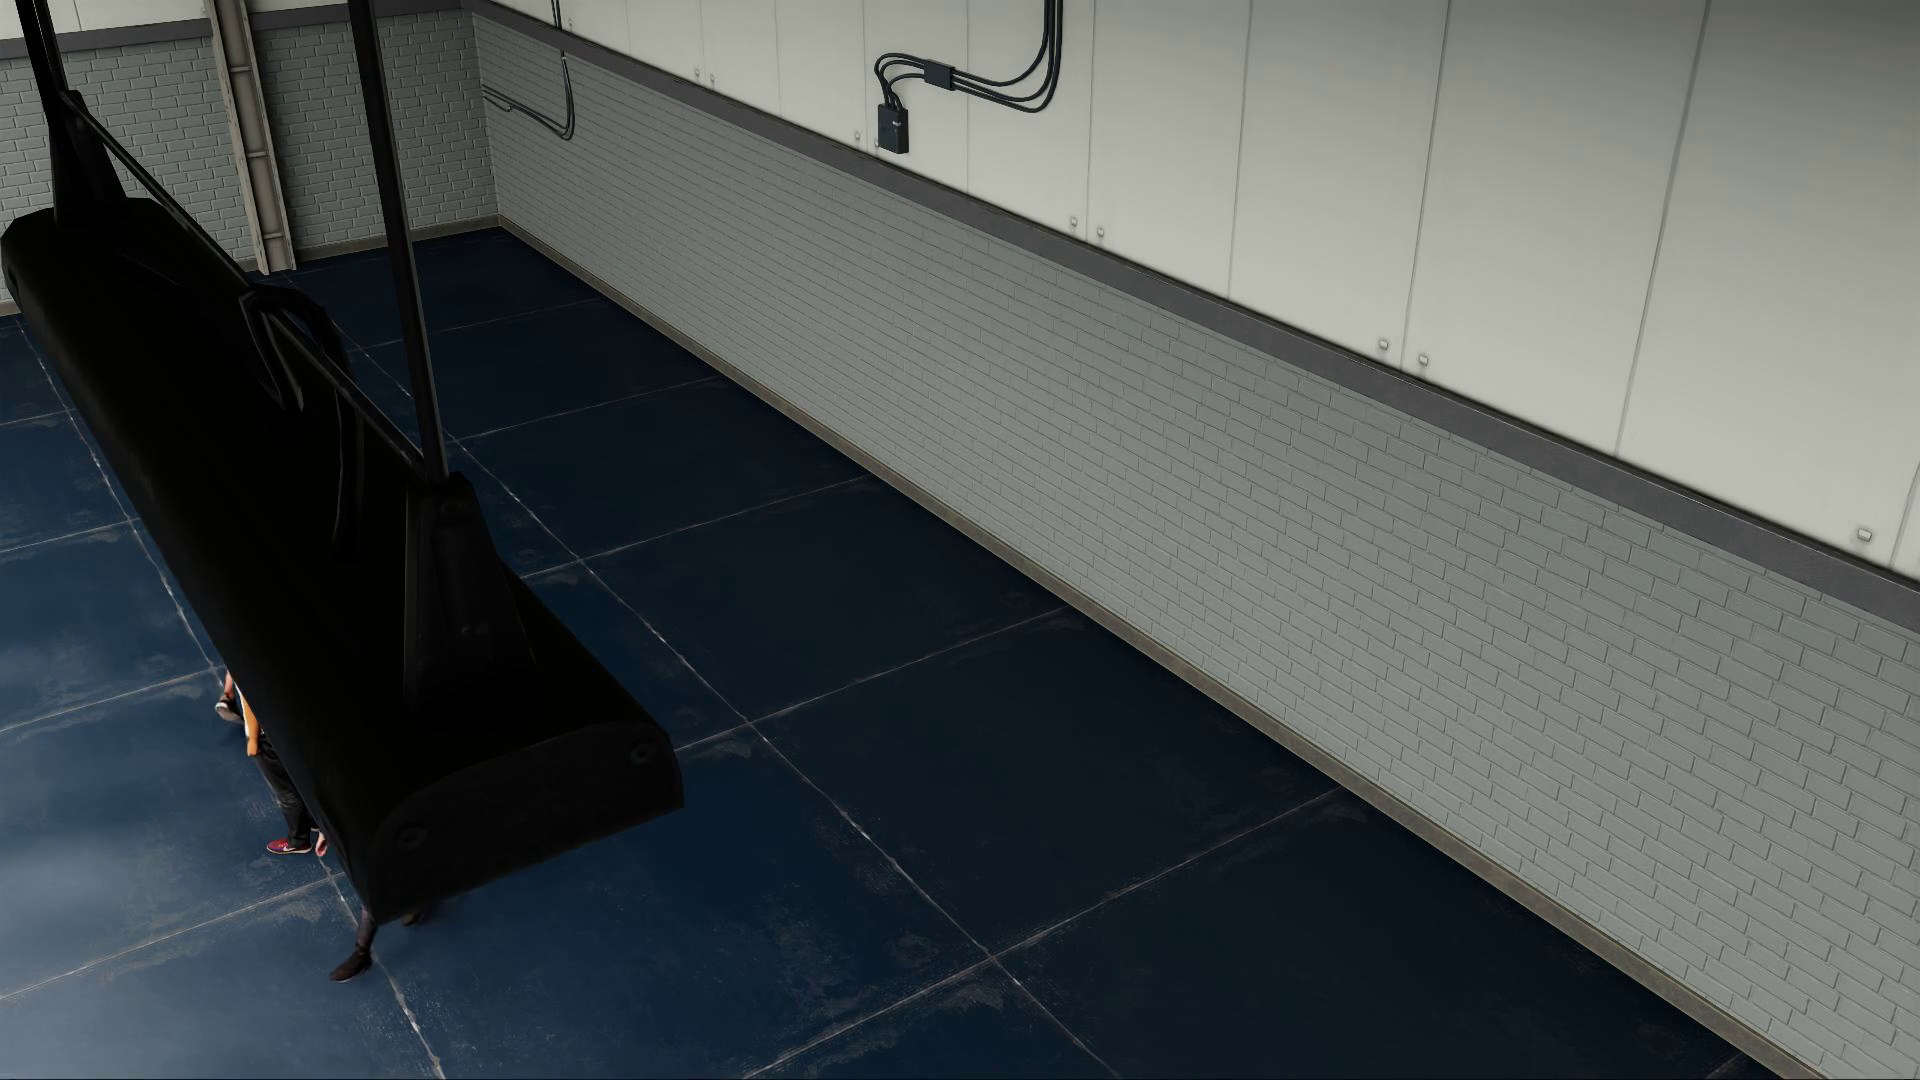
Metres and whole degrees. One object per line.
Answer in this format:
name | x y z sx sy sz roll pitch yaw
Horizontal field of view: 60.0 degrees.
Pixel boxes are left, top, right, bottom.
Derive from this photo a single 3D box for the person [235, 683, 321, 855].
person | -4.303 1.158 10.448 0.761 1.800 0.712 4 28 7
